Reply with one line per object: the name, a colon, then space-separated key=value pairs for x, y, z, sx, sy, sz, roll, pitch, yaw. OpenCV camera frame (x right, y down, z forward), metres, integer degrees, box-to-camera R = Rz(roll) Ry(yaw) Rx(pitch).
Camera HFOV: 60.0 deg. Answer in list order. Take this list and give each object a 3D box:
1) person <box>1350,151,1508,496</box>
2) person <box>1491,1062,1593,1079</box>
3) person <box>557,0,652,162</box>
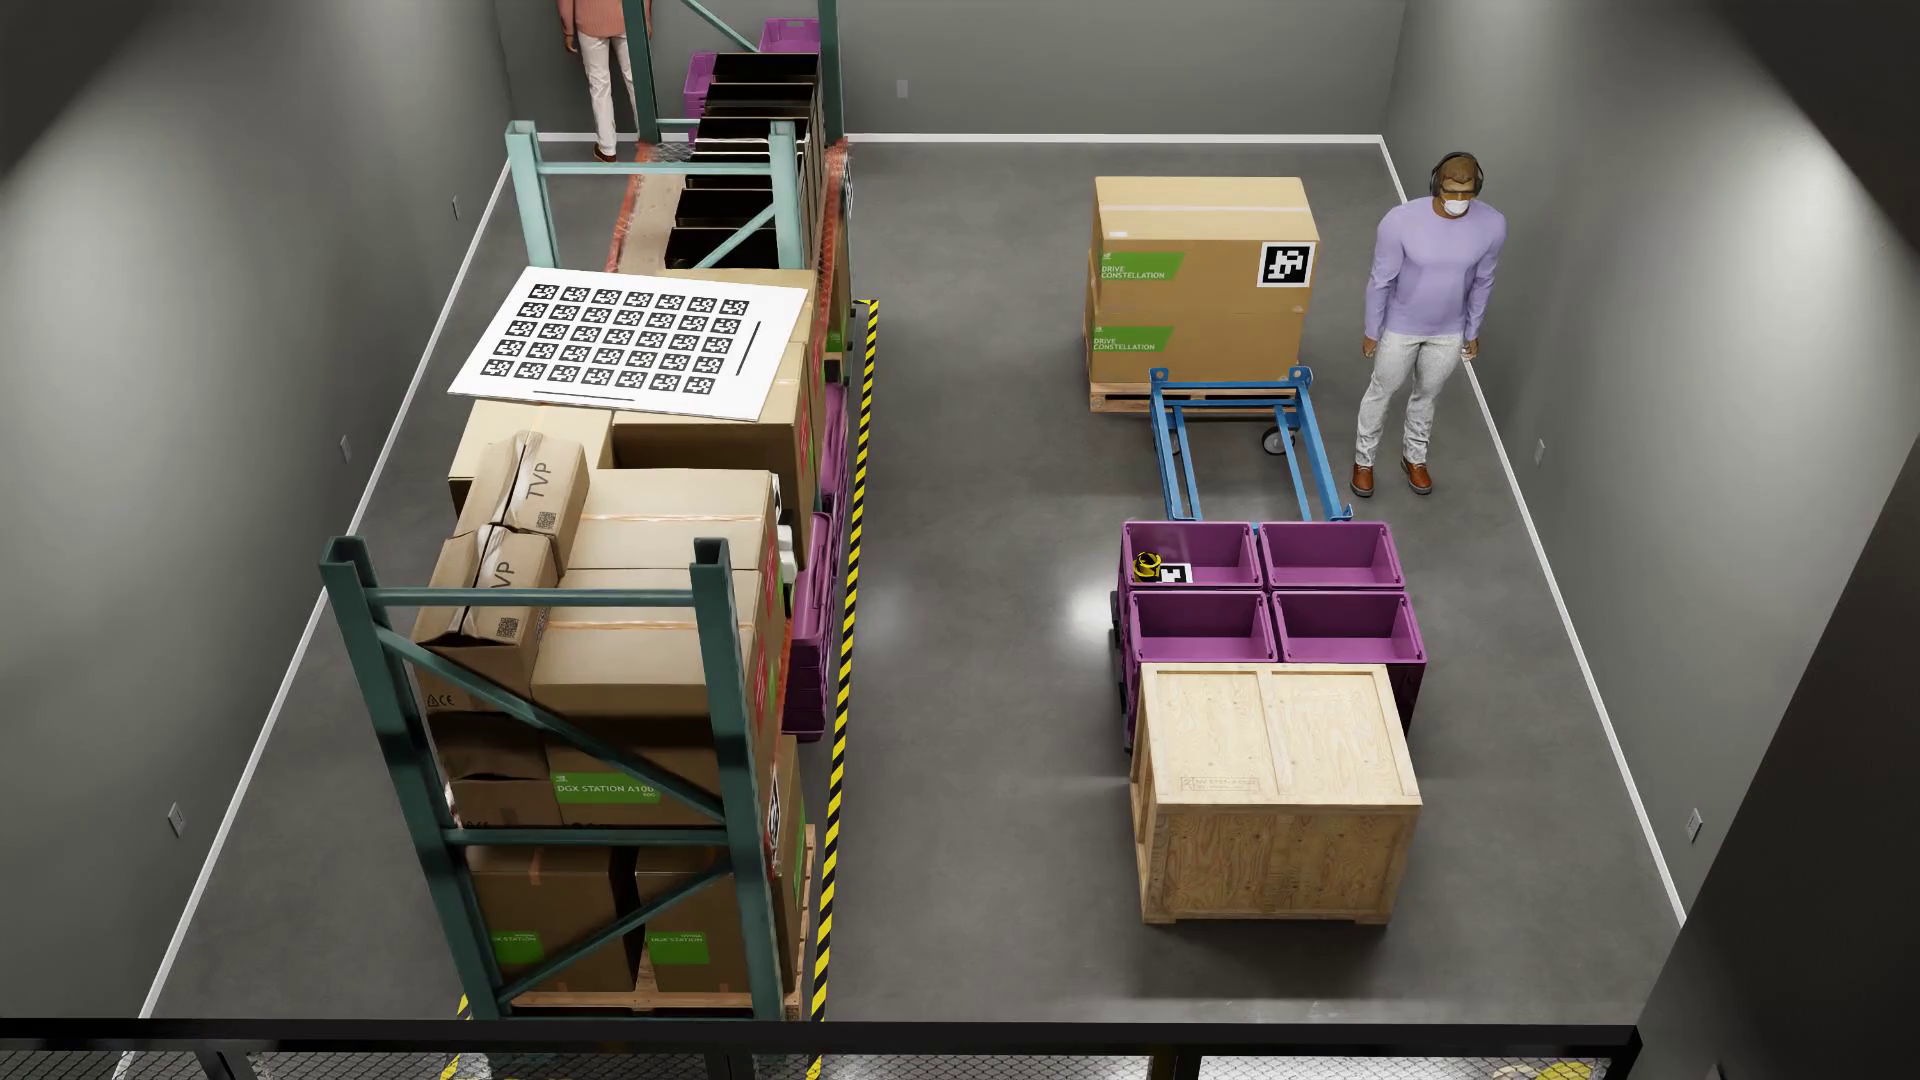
person: x=2.320 y=-1.063 z=8.326 sx=0.631 sy=1.940 sz=0.372 roll=-2 pitch=41 yaw=-2
person: x=1.601 y=2.070 z=4.832 sx=0.404 sy=1.833 sz=0.588 roll=5 pitch=41 yaw=6
person: x=-2.335 y=-3.430 z=10.982 sx=0.622 sy=1.993 sz=0.384 roll=-16 pitch=44 yaw=-18
